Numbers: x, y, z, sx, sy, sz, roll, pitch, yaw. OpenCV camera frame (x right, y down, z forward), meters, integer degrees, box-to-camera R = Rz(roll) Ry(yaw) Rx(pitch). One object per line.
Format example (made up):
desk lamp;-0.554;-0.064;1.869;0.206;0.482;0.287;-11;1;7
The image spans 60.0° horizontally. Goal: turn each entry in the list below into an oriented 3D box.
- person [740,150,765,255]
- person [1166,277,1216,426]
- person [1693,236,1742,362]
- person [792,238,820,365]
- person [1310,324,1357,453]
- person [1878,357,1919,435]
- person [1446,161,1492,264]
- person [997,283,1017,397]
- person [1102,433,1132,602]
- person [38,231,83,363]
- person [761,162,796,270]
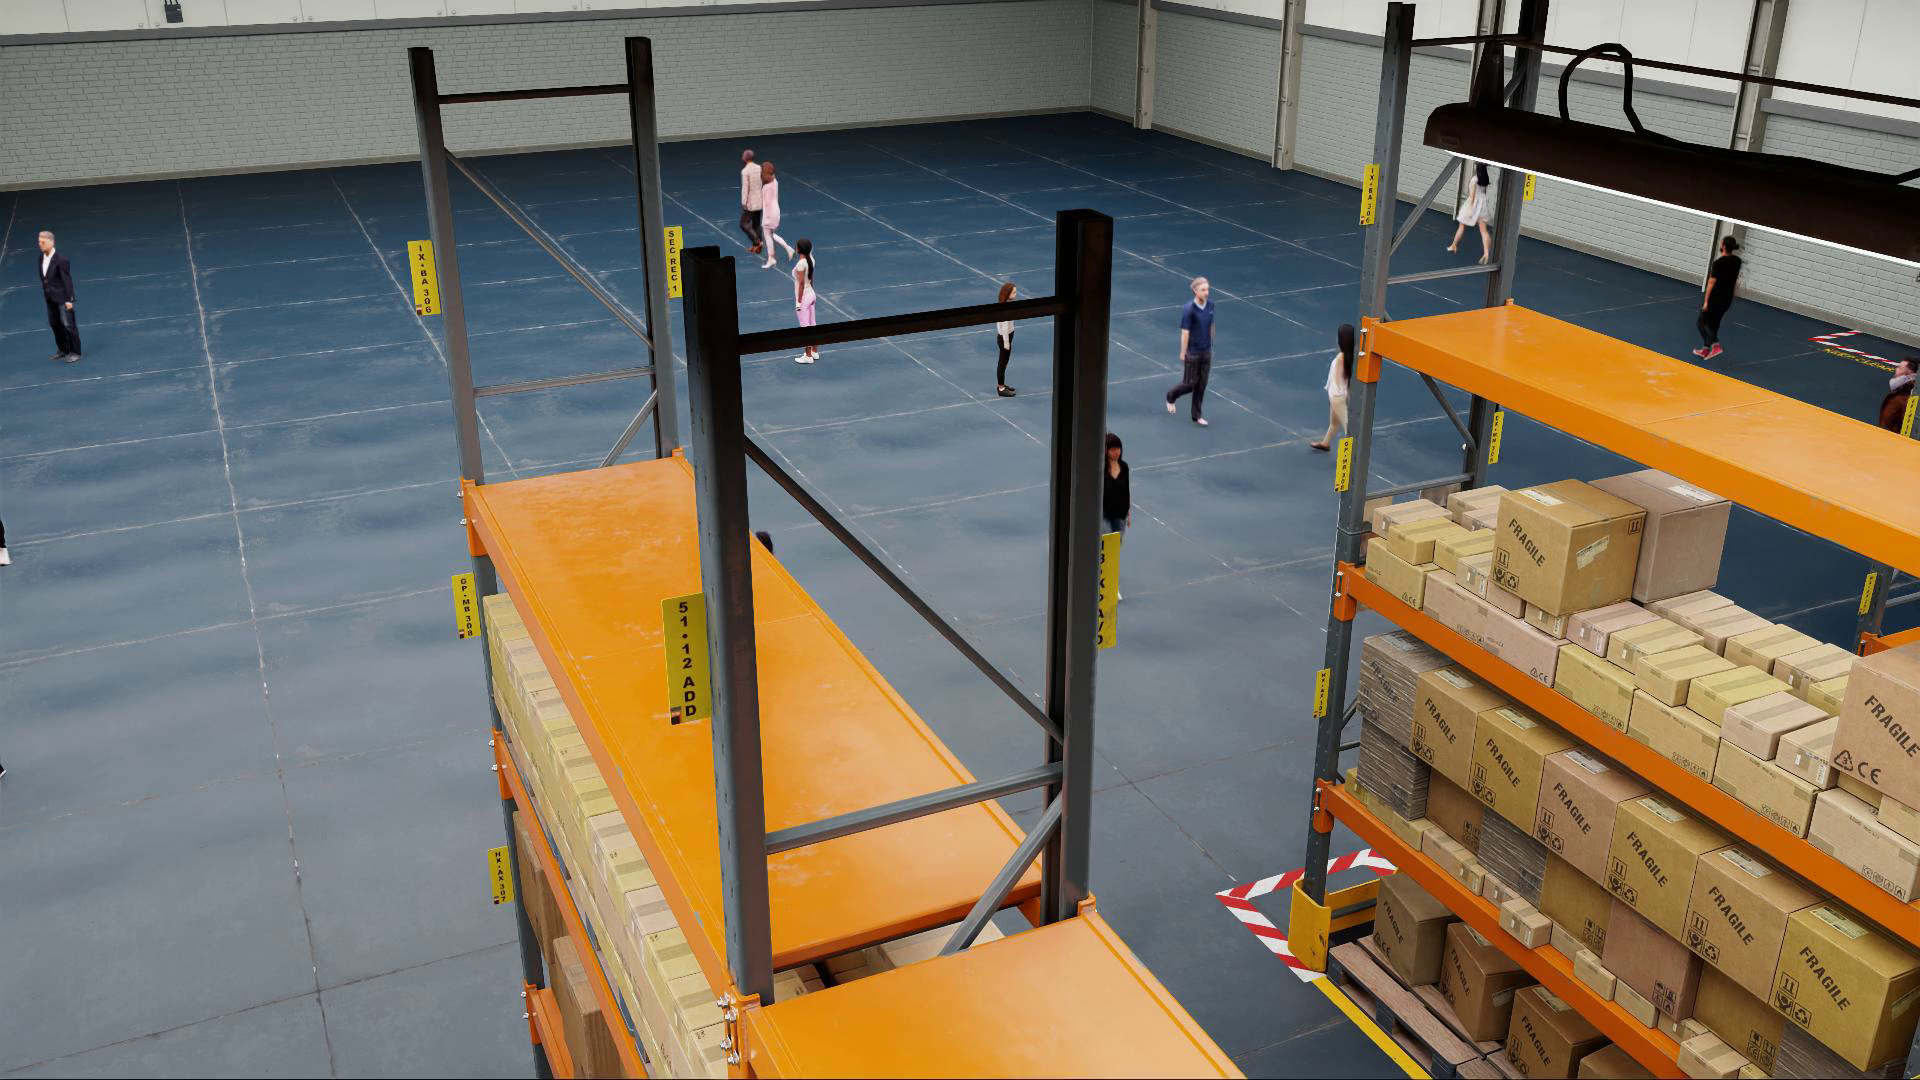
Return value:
person;-3.526;-5.839;28.847;0.913;1.792;0.857;15;27;31
person;2.869;-2.354;20.569;0.754;1.858;0.879;-16;28;-33
person;10.499;-3.305;22.947;0.675;1.747;0.878;-9;25;-20
person;-2.134;-3.317;22.981;0.709;1.741;0.650;8;24;19
person;4.313;-1.726;19.374;1.090;1.638;0.894;-12;26;-26
person;9.950;-1.017;17.502;1.273;1.797;1.091;14;27;30
person;8.845;-5.548;28.259;0.665;1.717;1.199;-12;26;-25
person;0.577;-2.621;21.675;0.678;1.484;0.563;1;23;2
person;1.409;-0.265;15.944;0.564;1.632;0.913;-10;25;-22
person;-12.485;-3.408;23.104;0.801;1.813;0.876;10;25;22
person;-3.088;-5.427;27.881;0.908;1.791;0.886;3;23;7
